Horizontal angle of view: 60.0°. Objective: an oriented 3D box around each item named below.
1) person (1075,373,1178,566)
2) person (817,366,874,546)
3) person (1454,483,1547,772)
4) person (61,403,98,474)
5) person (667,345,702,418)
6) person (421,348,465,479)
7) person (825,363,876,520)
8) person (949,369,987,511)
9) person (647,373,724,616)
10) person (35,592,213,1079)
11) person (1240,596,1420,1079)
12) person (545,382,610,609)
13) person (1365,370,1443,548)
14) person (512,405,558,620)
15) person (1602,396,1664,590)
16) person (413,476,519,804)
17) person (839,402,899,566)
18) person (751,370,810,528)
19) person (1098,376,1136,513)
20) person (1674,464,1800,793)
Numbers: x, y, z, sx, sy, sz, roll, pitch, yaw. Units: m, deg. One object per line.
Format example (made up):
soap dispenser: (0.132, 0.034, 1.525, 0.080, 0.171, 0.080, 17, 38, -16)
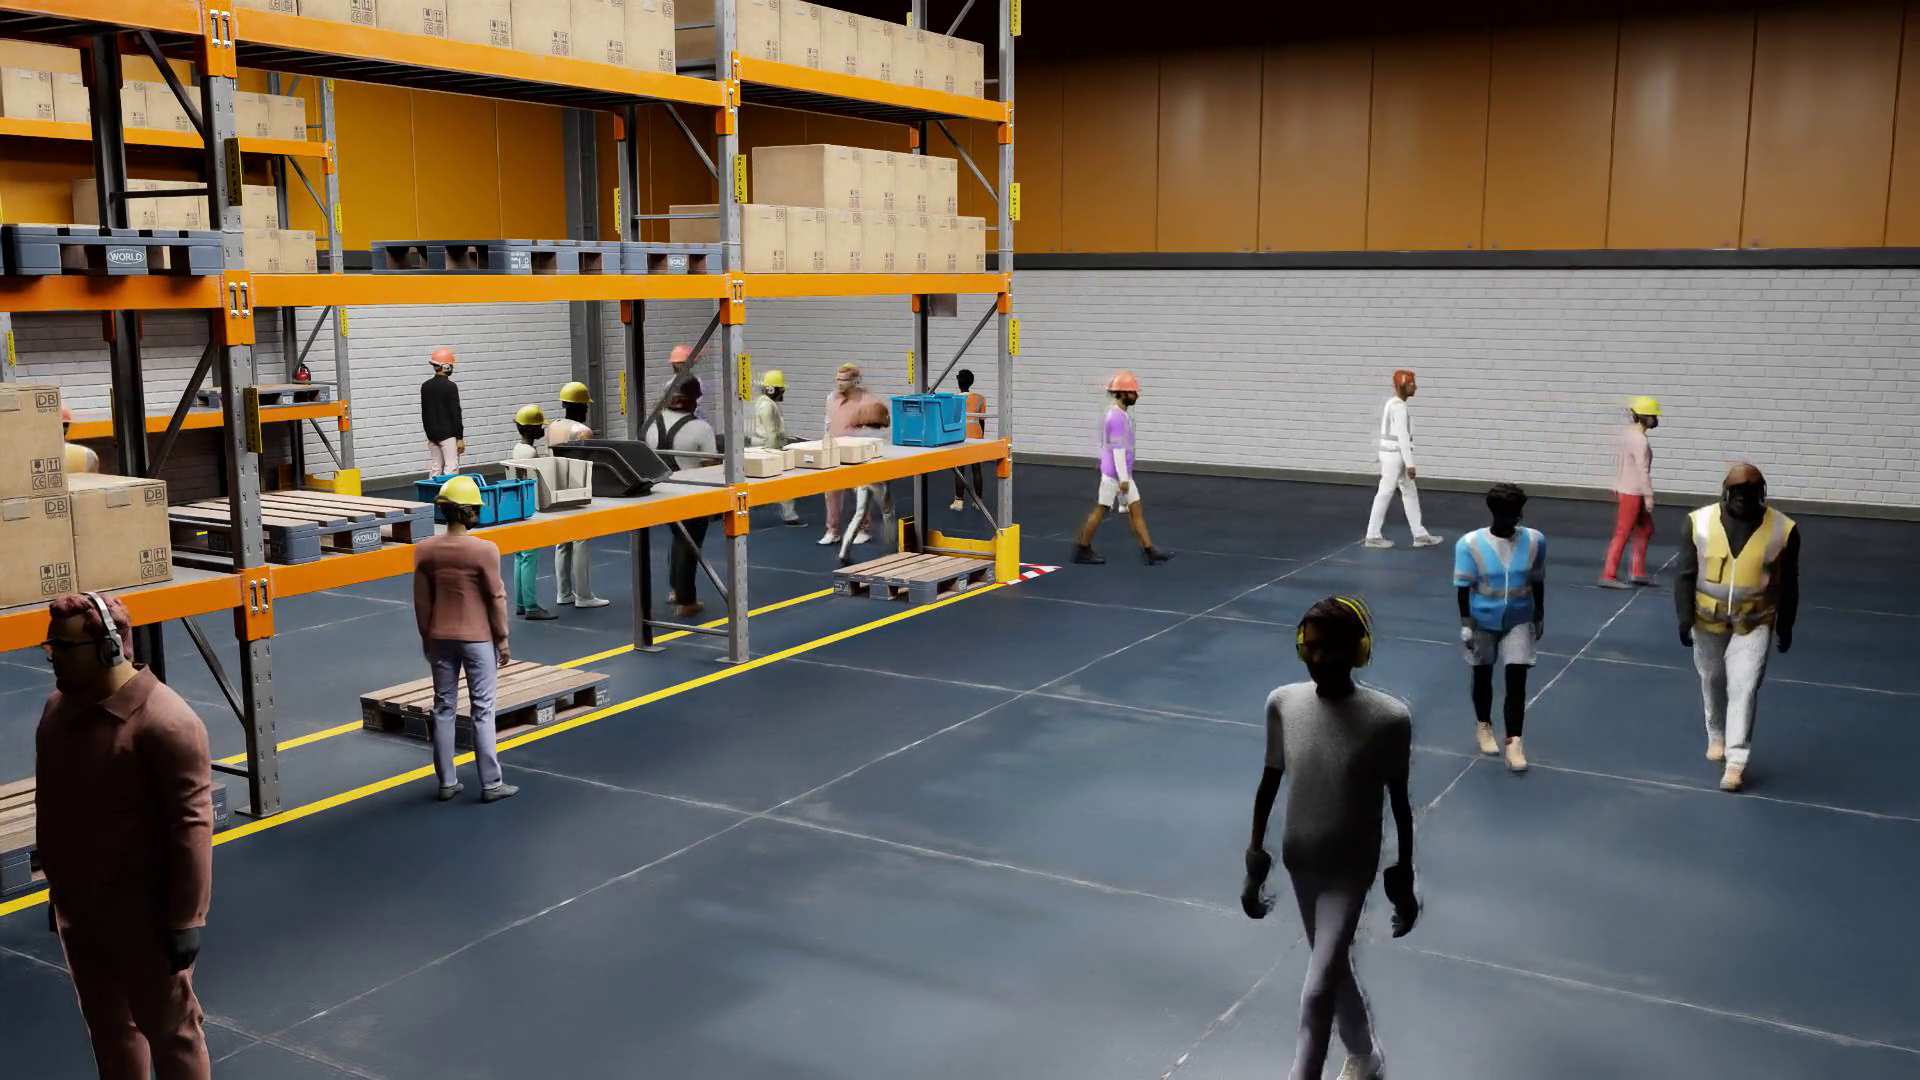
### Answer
person: (1.581, -0.672, 16.092, 1.013, 1.883, 0.567, 2, 9, 15)
person: (-1.196, -0.861, 17.273, 0.669, 1.876, 0.819, 6, 11, 33)
person: (3.107, 0.490, 9.542, 0.543, 1.644, 0.781, 1, 9, 6)
person: (-6.685, -0.084, 12.376, 0.480, 1.932, 0.566, 4, 10, 25)
person: (-3.211, -1.294, 19.607, 0.921, 2.013, 0.622, -5, 11, -30)
person: (-5.855, -1.181, 18.928, 0.608, 1.996, 0.380, 6, 11, 35)
person: (-1.255, -1.099, 18.959, 0.586, 1.824, 0.404, 1, 9, 6)
person: (0.069, -1.196, 19.956, 0.529, 1.697, 0.321, -4, 10, -23)
person: (-2.257, -0.395, 13.886, 0.713, 2.000, 0.598, 5, 11, 30)
person: (-2.550, 1.093, 5.020, 0.651, 1.906, 0.402, 5, 10, 27)
person: (1.194, 1.073, 5.429, 0.540, 1.825, 1.004, 7, 12, 39)
person: (-3.265, -0.381, 14.151, 0.595, 1.925, 0.371, 8, 12, 40)
person: (4.620, -0.815, 17.101, 0.903, 1.842, 0.596, 2, 9, 11)
person: (-3.525, -0.228, 13.696, 0.325, 1.769, 0.524, -4, 10, -26)
person: (6.106, -0.408, 14.887, 0.654, 1.742, 0.548, 2, 9, 14)
person: (-2.660, 0.538, 8.936, 0.523, 1.762, 0.329, 2, 9, 13)
person: (-0.879, -0.543, 16.211, 0.511, 1.598, 0.836, 7, 12, 39)
person: (-2.182, -0.993, 18.459, 0.903, 1.790, 0.597, 1, 9, 3)
person: (1.874, -1.142, 19.817, 0.507, 1.630, 0.268, 7, 11, 37)
person: (4.369, 0.449, 9.397, 0.626, 1.794, 0.961, 5, 11, 30)
